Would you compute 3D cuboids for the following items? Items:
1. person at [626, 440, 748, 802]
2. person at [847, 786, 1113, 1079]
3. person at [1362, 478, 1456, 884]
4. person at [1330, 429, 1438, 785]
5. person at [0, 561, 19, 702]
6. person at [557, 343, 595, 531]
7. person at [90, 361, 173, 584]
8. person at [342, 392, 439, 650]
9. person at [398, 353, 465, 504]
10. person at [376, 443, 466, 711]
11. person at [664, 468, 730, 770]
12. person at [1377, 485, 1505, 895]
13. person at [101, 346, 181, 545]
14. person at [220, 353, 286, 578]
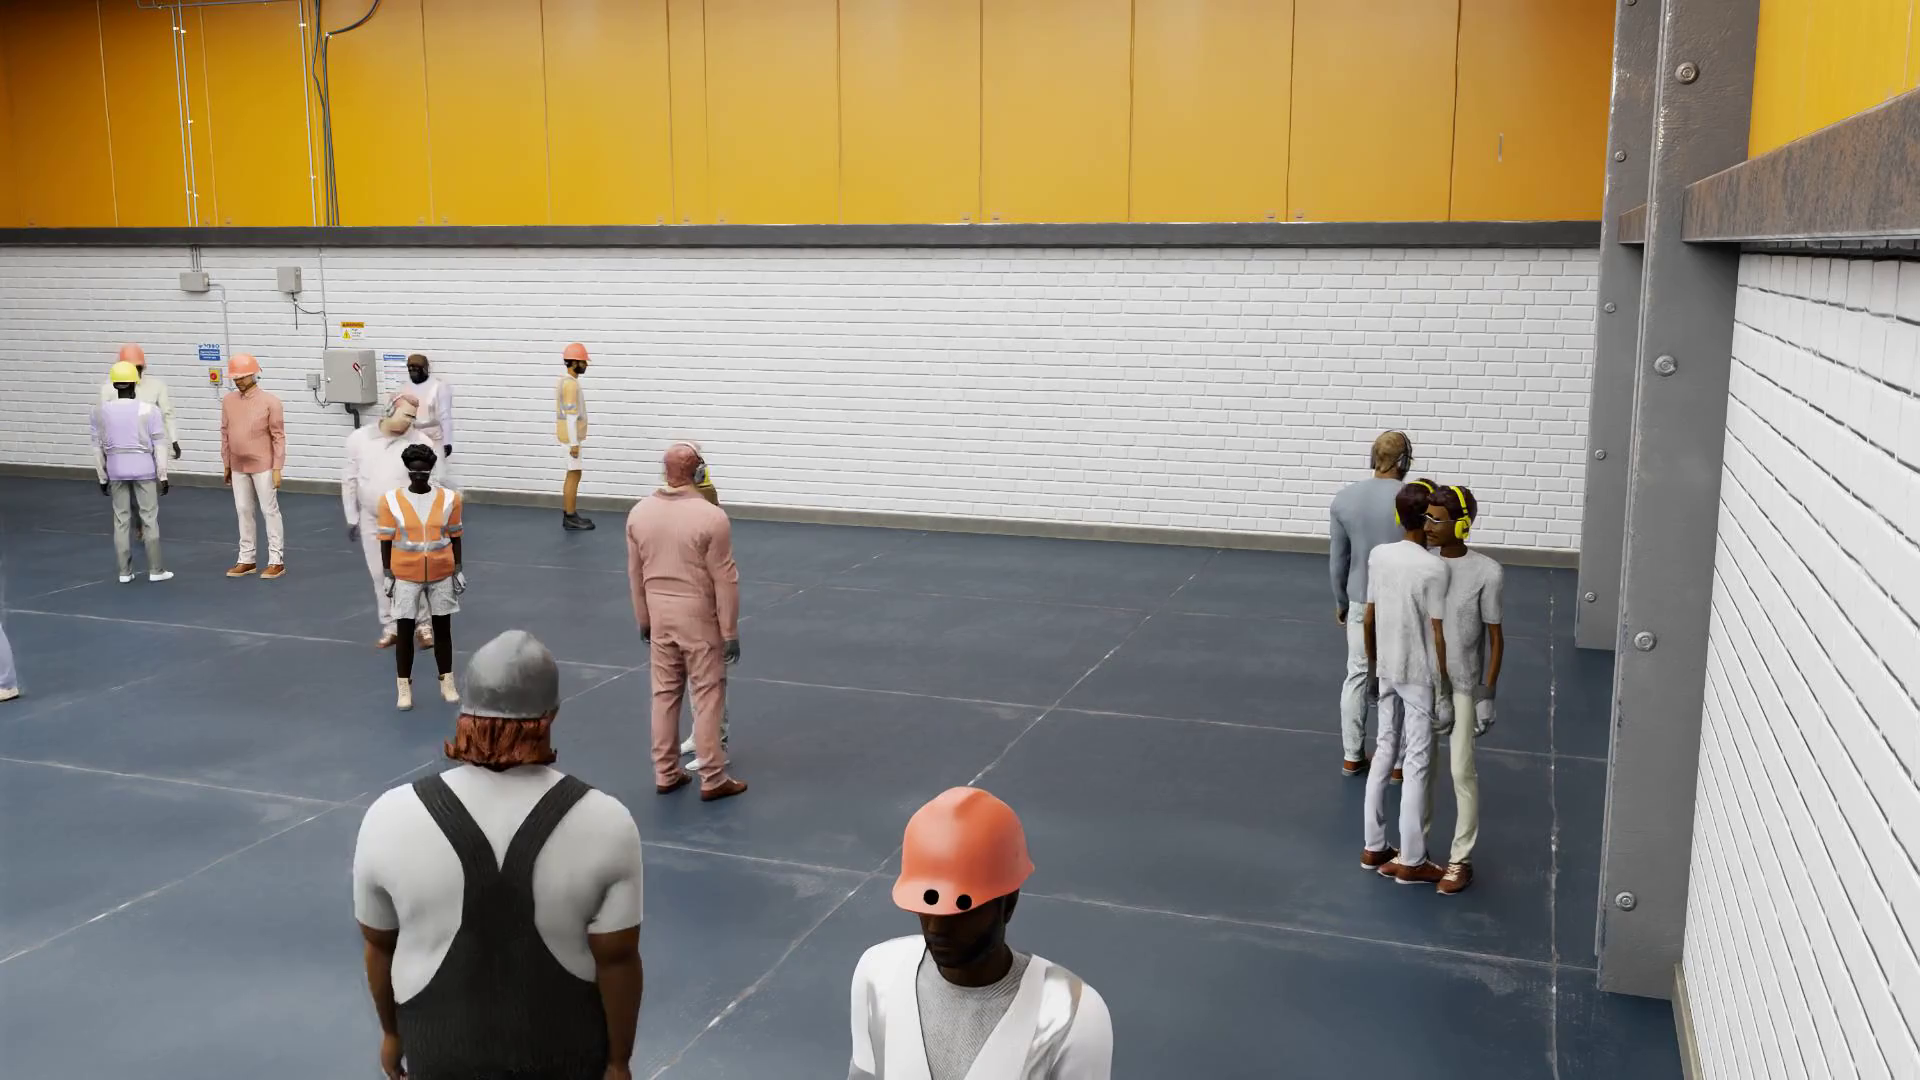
[{"bbox_3d":[-1.435,0.427,8.803,0.675,1.906,0.404,5,11,26],"label":"person"},{"bbox_3d":[0.011,1.404,3.199,0.542,1.939,0.366,4,11,22],"label":"person"},{"bbox_3d":[2.075,0.644,7.682,0.341,1.867,0.569,-6,12,-30],"label":"person"},{"bbox_3d":[2.311,0.365,9.068,0.627,1.934,0.370,8,13,39],"label":"person"},{"bbox_3d":[-6.295,0.202,10.486,0.557,1.742,0.560,-9,14,-42],"label":"person"},{"bbox_3d":[-3.948,-1.059,17.121,0.394,1.929,0.547,-2,10,-14],"label":"person"},{"bbox_3d":[-7.162,-0.578,14.392,0.598,1.928,0.376,-2,10,-10],"label":"person"},{"bbox_3d":[-4.105,-0.125,12.038,0.681,1.888,0.407,-1,10,-5],"label":"person"},{"bbox_3d":[-5.562,-1.066,17.481,0.638,1.817,0.739,2,10,11],"label":"person"},{"bbox_3d":[-3.397,0.226,10.529,0.531,1.692,0.320,-5,11,-26],"label":"person"},{"bbox_3d":[-1.491,0.413,9.336,0.301,1.742,0.493,-5,11,-27],"label":"person"},{"bbox_3d":[2.202,0.672,7.536,0.333,1.866,0.515,-8,13,-40],"label":"person"},{"bbox_3d":[-8.021,-0.928,16.331,0.642,1.933,1.048,-9,14,-42],"label":"person"},{"bbox_3d":[-6.226,-0.650,14.626,0.608,1.989,0.387,2,10,13],"label":"person"}]
